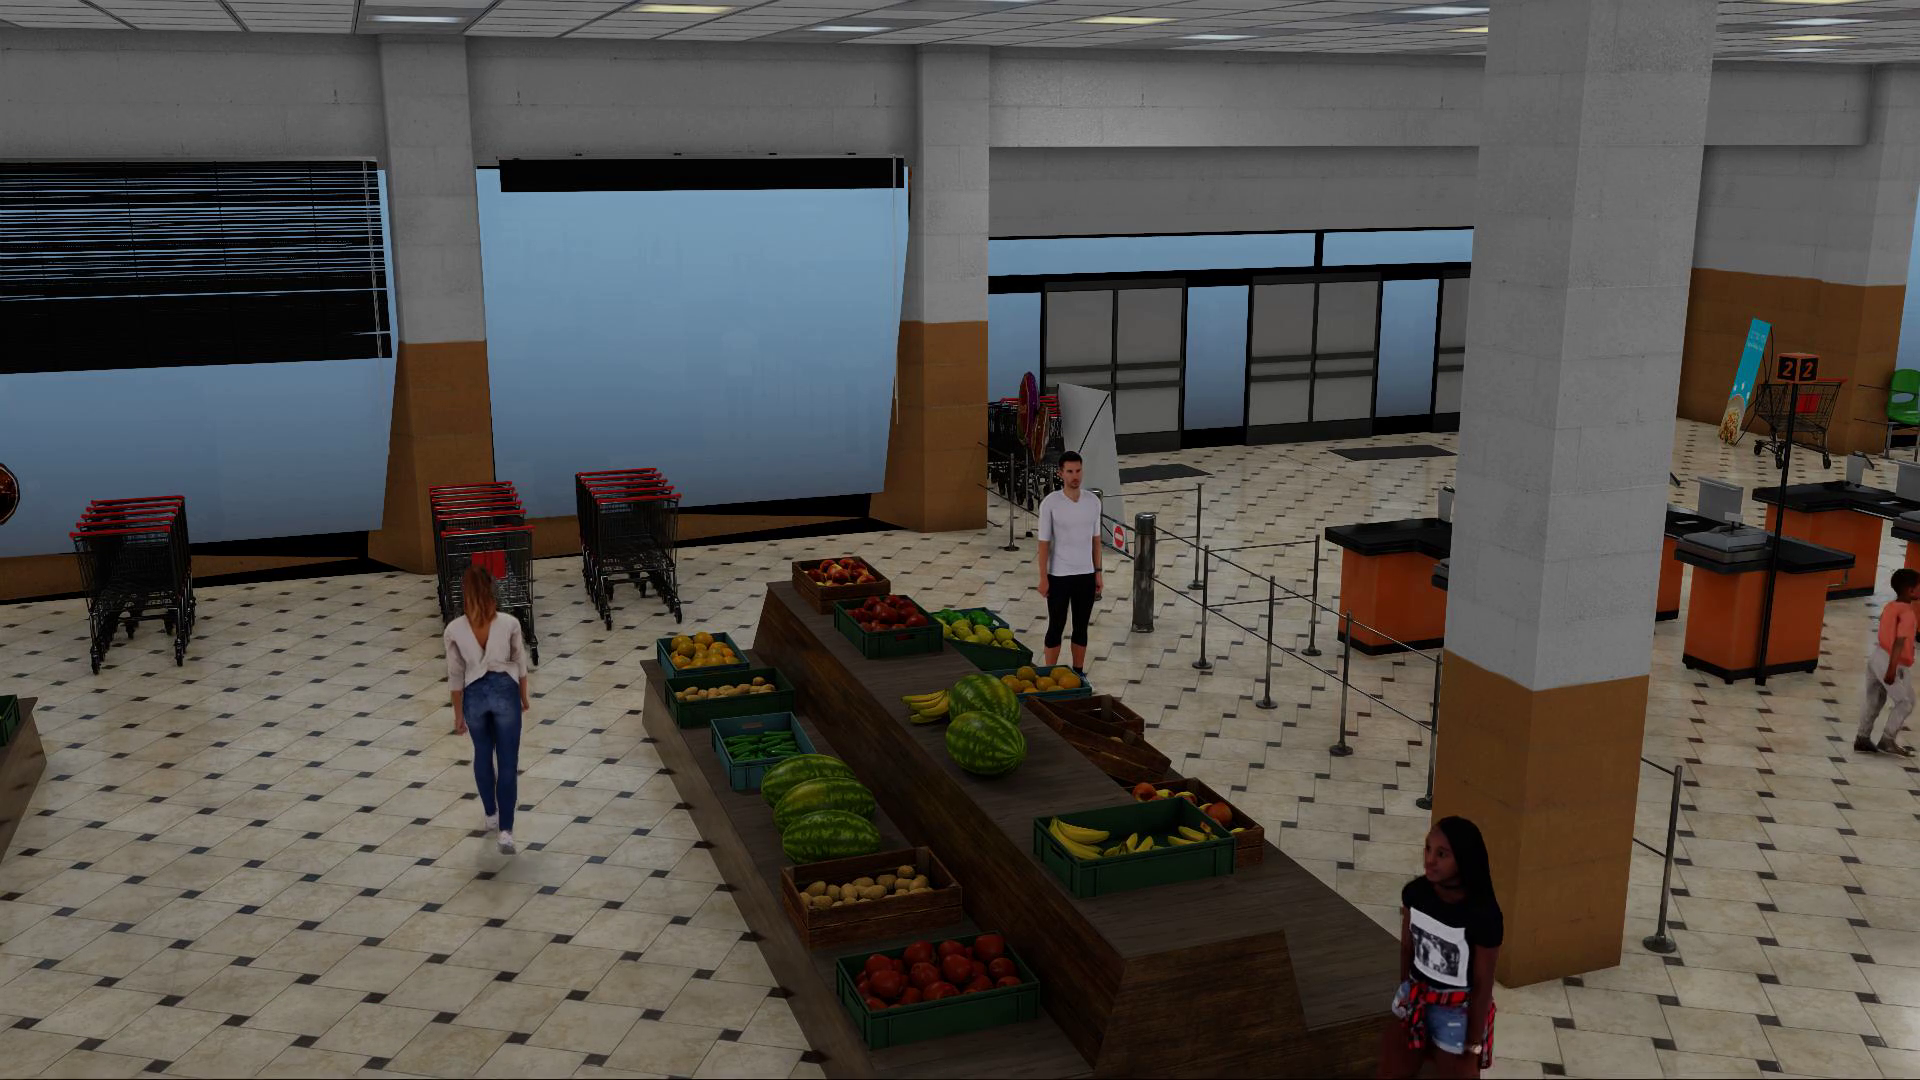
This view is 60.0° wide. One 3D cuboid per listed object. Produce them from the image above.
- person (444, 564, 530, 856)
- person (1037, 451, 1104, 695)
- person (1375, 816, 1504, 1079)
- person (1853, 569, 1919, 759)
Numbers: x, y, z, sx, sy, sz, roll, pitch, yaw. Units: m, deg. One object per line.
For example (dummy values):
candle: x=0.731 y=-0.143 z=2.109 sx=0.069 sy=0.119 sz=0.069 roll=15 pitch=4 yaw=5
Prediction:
person: x=-2.712 y=1.008 z=9.659 sx=0.728 sy=1.687 sz=1.157 roll=-2 pitch=14 yaw=-10
person: x=0.827 y=0.242 z=12.468 sx=0.664 sy=1.851 sz=0.527 roll=-5 pitch=14 yaw=-19
person: x=1.868 y=1.825 z=6.230 sx=0.731 sy=1.716 sz=0.622 roll=-11 pitch=17 yaw=-37
person: x=6.198 y=0.833 z=11.212 sx=0.665 sy=1.295 sz=0.609 roll=3 pitch=14 yaw=11
